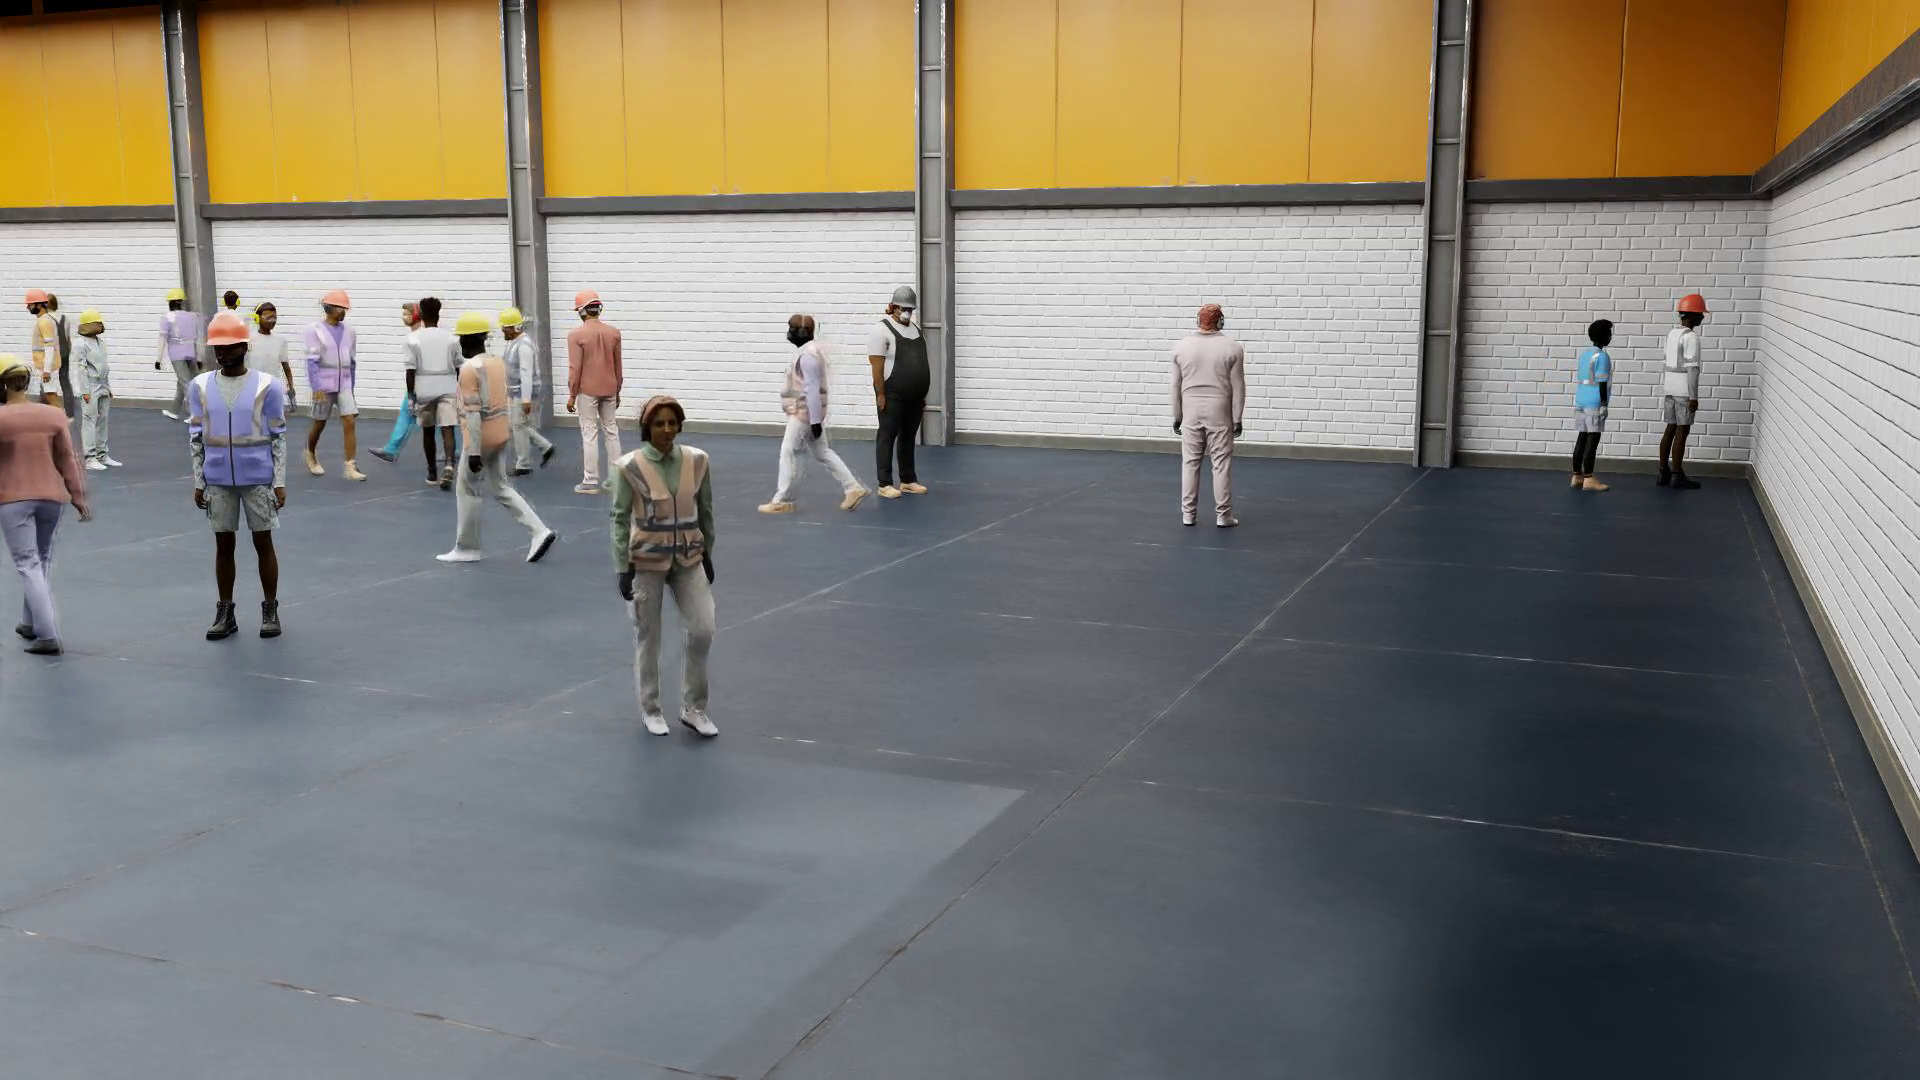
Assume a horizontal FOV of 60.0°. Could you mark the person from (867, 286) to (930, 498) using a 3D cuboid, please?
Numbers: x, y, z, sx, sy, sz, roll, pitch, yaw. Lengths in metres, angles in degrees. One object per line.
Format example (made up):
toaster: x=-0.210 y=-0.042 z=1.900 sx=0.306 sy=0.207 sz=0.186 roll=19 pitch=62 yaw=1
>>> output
person: x=-0.536 y=-1.435 z=16.038 sx=0.536 sy=2.000 sz=0.672 roll=8 pitch=12 yaw=40

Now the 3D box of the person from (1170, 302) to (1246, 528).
person: x=2.112 y=-1.057 z=14.149 sx=0.642 sy=1.909 sz=0.399 roll=4 pitch=10 yaw=22

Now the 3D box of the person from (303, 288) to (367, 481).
person: x=-6.578 y=-1.619 z=17.330 sx=1.020 sy=2.002 sz=0.629 roll=8 pitch=12 yaw=40

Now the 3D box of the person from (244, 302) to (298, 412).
person: x=-6.945 y=-1.450 z=16.713 sx=0.705 sy=1.839 sz=0.570 roll=8 pitch=12 yaw=40

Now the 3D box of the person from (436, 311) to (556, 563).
person: x=-3.483 y=-0.754 z=12.366 sx=0.862 sy=1.897 sz=0.597 roll=2 pitch=10 yaw=13

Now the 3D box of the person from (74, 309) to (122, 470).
person: x=-9.455 y=-1.647 z=18.213 sx=0.284 sy=1.746 sz=0.492 roll=1 pitch=9 yaw=3

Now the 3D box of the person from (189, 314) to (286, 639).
person: x=-4.294 y=-0.372 z=9.909 sx=0.542 sy=1.938 sz=0.358 roll=-2 pitch=10 yaw=-10

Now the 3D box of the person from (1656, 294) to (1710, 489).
person: x=7.254 y=-1.483 z=16.644 sx=0.371 sy=1.935 sz=0.551 roll=0 pitch=9 yaw=-3

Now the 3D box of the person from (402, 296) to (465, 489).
person: x=-5.240 y=-1.475 z=16.647 sx=0.597 sy=1.935 sz=0.920 roll=-4 pitch=10 yaw=-21

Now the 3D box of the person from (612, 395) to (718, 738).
person: x=-1.349 y=0.140 z=7.756 sx=0.538 sy=1.619 sz=0.568 roll=-6 pitch=11 yaw=-32

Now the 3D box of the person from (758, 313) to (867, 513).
person: x=-1.316 y=-1.131 z=14.926 sx=0.936 sy=1.808 sz=0.634 roll=0 pitch=9 yaw=-1

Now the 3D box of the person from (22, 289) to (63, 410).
person: x=-11.463 y=-2.172 z=20.823 sx=0.377 sy=1.932 sz=0.552 roll=-5 pitch=11 yaw=-27

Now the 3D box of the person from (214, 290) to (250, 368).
person: x=-10.491 y=-2.670 z=24.057 sx=0.535 sy=1.864 sz=0.309 roll=-2 pitch=10 yaw=-12

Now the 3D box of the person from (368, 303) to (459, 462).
person: x=-6.145 y=-1.753 z=18.683 sx=1.011 sy=1.794 sz=0.592 roll=-5 pitch=11 yaw=-30

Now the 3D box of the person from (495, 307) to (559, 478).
person: x=-4.551 y=-1.540 z=17.403 sx=0.586 sy=1.799 sz=0.638 roll=-4 pitch=10 yaw=-23

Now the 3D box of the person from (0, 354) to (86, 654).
person: x=-5.451 y=-0.218 z=9.661 sx=0.859 sy=1.702 sz=0.573 roll=7 pitch=11 yaw=35

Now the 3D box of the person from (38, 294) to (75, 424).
person: x=-12.752 y=-2.528 z=23.322 sx=0.775 sy=1.818 sz=0.540 roll=4 pitch=10 yaw=25

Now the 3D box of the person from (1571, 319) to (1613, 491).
person: x=6.289 y=-1.340 z=16.496 sx=0.317 sy=1.696 sz=0.540 roll=0 pitch=9 yaw=-2

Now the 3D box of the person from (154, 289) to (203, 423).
person: x=-11.093 y=-2.593 z=23.505 sx=0.943 sy=1.882 sz=0.609 roll=4 pitch=10 yaw=23

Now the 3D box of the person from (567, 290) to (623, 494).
person: x=-3.580 y=-1.446 z=16.271 sx=0.393 sy=1.986 sz=0.611 roll=9 pitch=13 yaw=43
